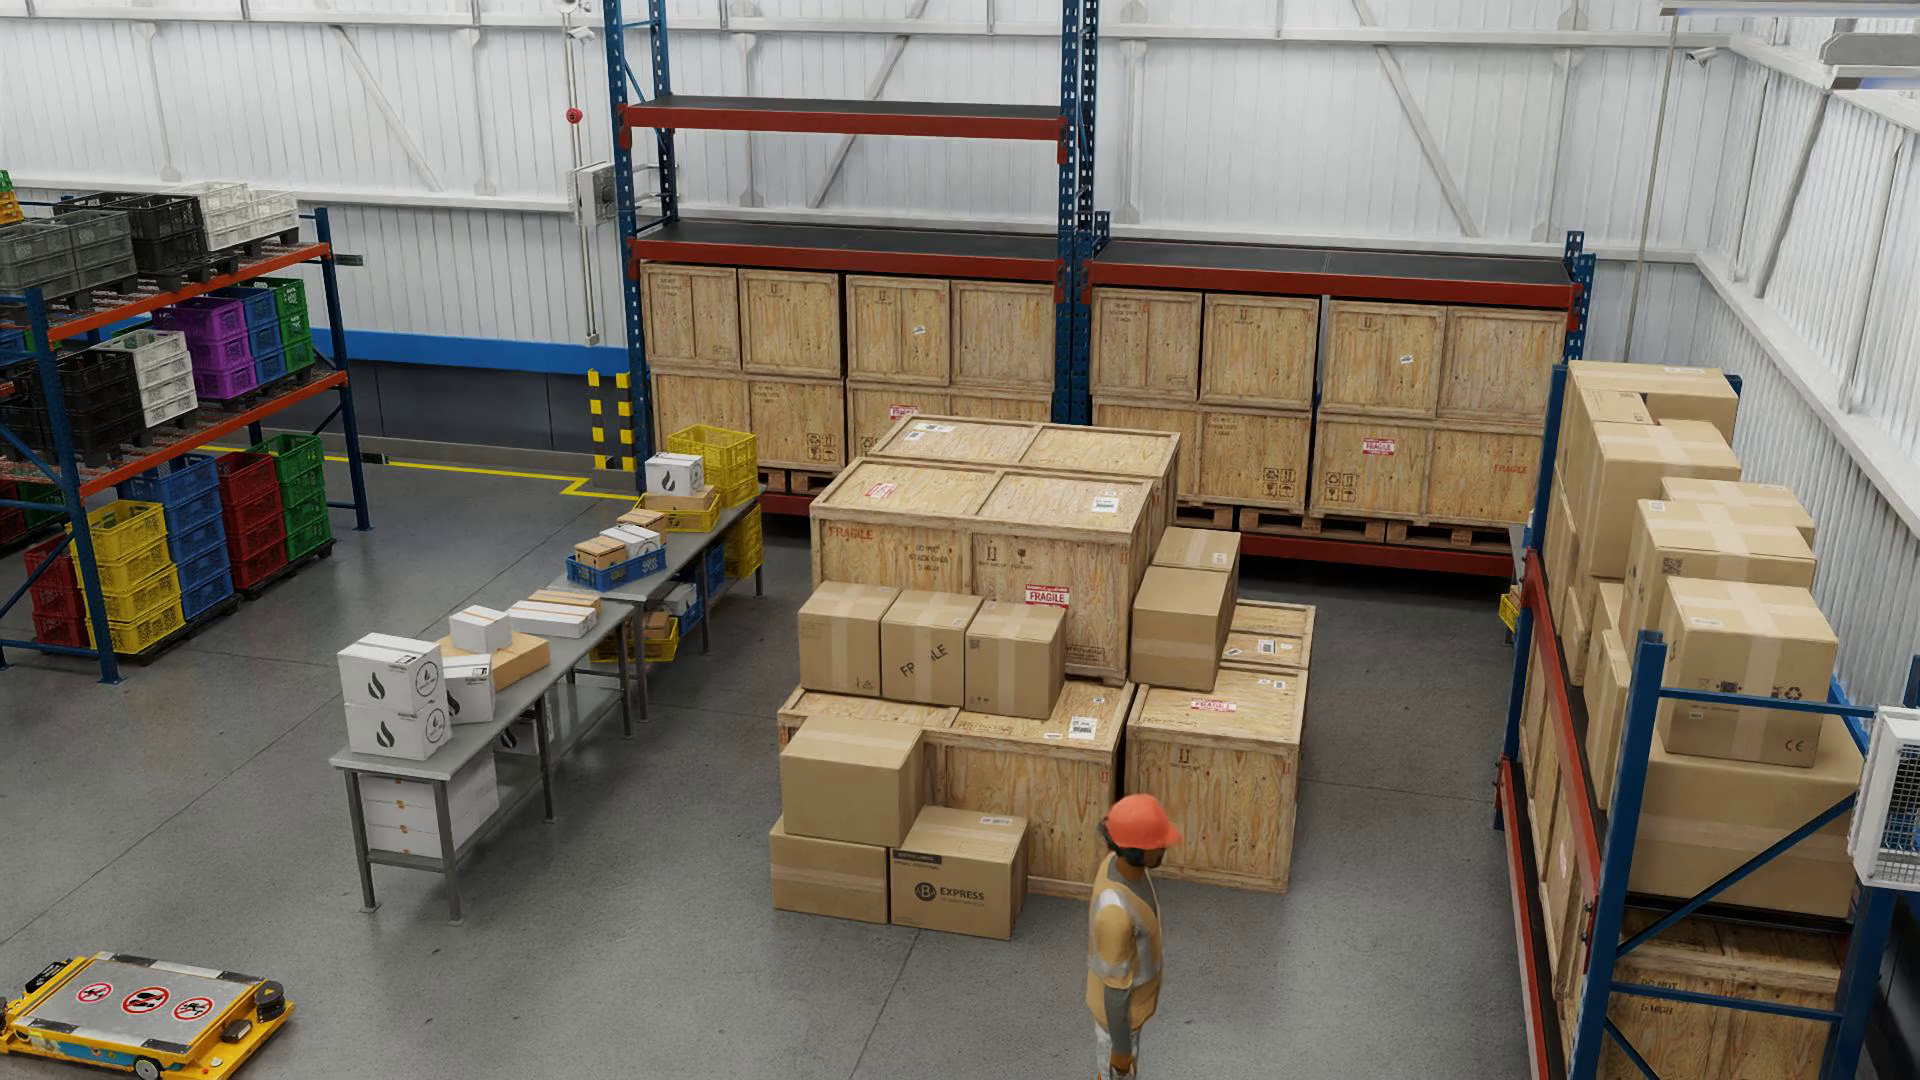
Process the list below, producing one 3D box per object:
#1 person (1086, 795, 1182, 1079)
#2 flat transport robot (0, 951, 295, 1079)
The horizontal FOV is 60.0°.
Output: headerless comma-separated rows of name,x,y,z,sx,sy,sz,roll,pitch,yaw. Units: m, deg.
person,0.745,2.022,7.275,0.378,2.041,0.614,3,21,9
flat transport robot,-4.270,2.464,8.601,1.431,0.231,0.659,5,22,13
